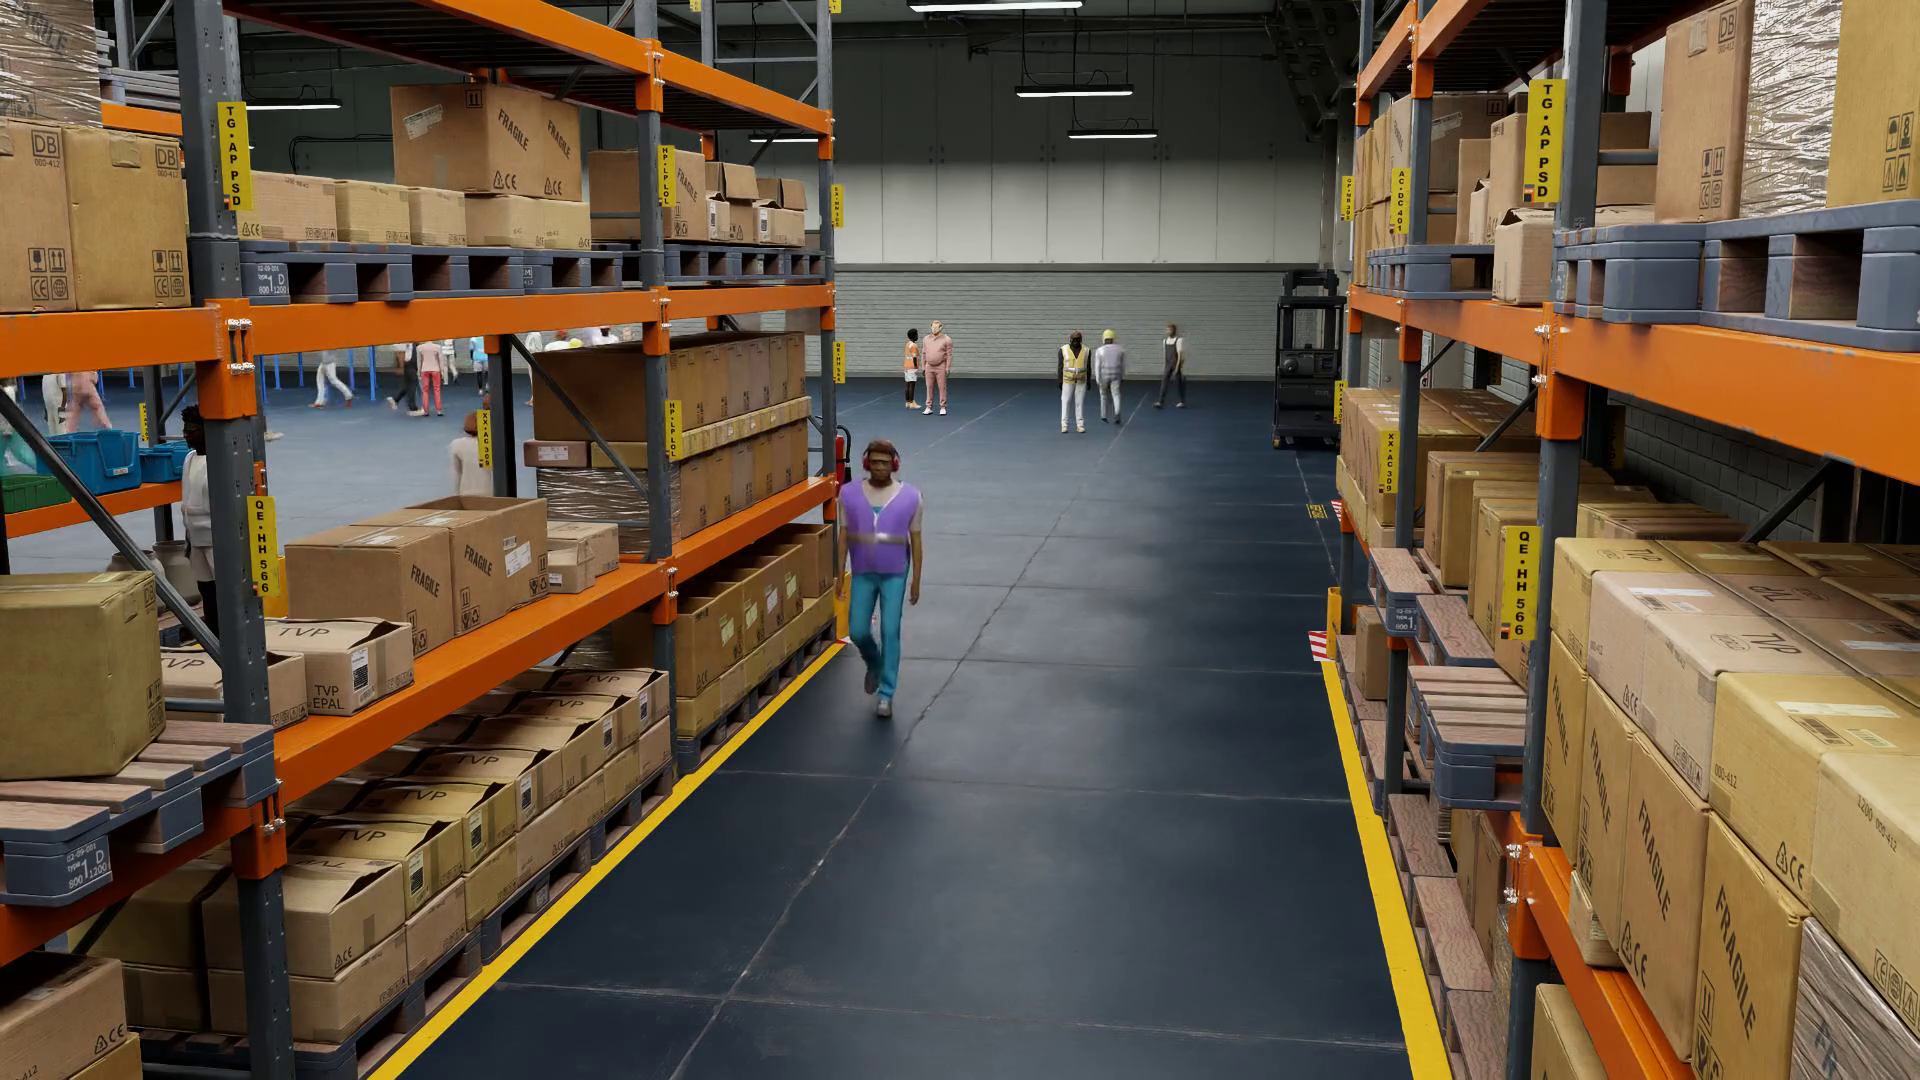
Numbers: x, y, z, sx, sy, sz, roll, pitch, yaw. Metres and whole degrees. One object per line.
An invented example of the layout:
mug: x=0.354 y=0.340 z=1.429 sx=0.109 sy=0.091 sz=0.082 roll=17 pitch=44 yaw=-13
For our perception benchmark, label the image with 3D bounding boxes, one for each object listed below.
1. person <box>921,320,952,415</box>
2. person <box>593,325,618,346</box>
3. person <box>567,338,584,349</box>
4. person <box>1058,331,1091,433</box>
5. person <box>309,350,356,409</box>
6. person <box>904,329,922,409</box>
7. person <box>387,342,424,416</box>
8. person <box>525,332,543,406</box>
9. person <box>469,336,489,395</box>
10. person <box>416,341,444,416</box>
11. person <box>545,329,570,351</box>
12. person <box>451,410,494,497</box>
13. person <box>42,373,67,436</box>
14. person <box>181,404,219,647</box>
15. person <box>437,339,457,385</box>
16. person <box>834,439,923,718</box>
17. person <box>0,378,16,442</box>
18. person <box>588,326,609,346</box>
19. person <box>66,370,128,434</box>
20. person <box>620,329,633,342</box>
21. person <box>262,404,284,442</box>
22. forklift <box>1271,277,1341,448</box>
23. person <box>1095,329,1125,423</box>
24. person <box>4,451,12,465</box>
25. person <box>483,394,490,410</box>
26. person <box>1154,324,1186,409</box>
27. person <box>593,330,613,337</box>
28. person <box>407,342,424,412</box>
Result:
person: x=-0.491 y=-3.500 z=33.806 sx=0.641 sy=1.913 sz=0.408 roll=3 pitch=10 yaw=18
person: x=-7.414 y=-3.673 z=34.855 sx=0.546 sy=1.919 sz=0.514 roll=-1 pitch=9 yaw=-6
person: x=-6.530 y=-2.568 z=28.510 sx=0.330 sy=1.765 sz=0.526 roll=-5 pitch=10 yaw=-27
person: x=2.076 y=-2.865 z=30.121 sx=0.619 sy=1.838 sz=0.430 roll=-1 pitch=9 yaw=-7
person: x=-13.406 y=-3.749 z=35.448 sx=0.929 sy=1.892 sz=0.648 roll=-5 pitch=10 yaw=-26
person: x=-1.014 y=-3.635 z=35.287 sx=0.322 sy=1.697 sz=0.531 roll=-3 pitch=10 yaw=-18
person: x=-11.225 y=-3.524 z=33.680 sx=0.735 sy=2.000 sz=0.703 roll=-1 pitch=9 yaw=-8
person: x=-9.229 y=-3.881 z=36.027 sx=0.375 sy=1.950 sz=0.614 roll=-5 pitch=11 yaw=-30
person: x=-11.271 y=-4.260 z=39.169 sx=0.558 sy=1.684 sz=0.426 roll=-4 pitch=10 yaw=-21
person: x=-10.674 y=-3.385 z=33.549 sx=0.529 sy=1.766 sz=0.331 roll=-1 pitch=9 yaw=-7
person: x=-7.589 y=-3.119 z=31.655 sx=0.652 sy=1.842 sz=0.835 roll=-1 pitch=9 yaw=-8
person: x=-4.579 y=-0.427 z=15.759 sx=0.519 sy=1.616 sz=0.564 roll=0 pitch=9 yaw=3
person: x=-12.995 y=-1.866 z=23.854 sx=0.515 sy=1.872 sz=0.328 roll=6 pitch=11 yaw=33
person: x=-5.477 y=-0.019 z=12.159 sx=0.603 sy=1.966 sz=0.367 roll=6 pitch=11 yaw=33
person: x=-13.071 y=-4.753 z=42.427 sx=0.520 sy=1.625 sz=0.435 roll=-8 pitch=12 yaw=-40
person: x=-0.532 y=0.231 z=11.022 sx=0.594 sy=1.832 sz=0.521 roll=1 pitch=9 yaw=7
person: x=-12.426 y=-1.474 z=21.845 sx=0.811 sy=1.740 sz=0.527 roll=-6 pitch=11 yaw=-34
person: x=-8.872 y=-4.661 z=41.056 sx=0.610 sy=1.875 sz=0.966 roll=2 pitch=10 yaw=15
person: x=-14.760 y=-2.570 z=28.242 sx=0.649 sy=1.855 sz=0.998 roll=8 pitch=12 yaw=42
person: x=-6.112 y=-2.971 z=30.716 sx=0.638 sy=1.863 sz=0.994 roll=-3 pitch=10 yaw=-17
person: x=-11.986 y=-2.637 z=28.203 sx=0.613 sy=2.008 sz=0.943 roll=9 pitch=13 yaw=44
forklift: x=5.847 y=-3.016 z=27.970 sx=1.129 sy=2.768 sz=1.873 roll=1 pitch=9 yaw=9
person: x=2.877 y=-3.124 z=31.822 sx=0.602 sy=1.809 sz=0.793 roll=-1 pitch=9 yaw=-6
person: x=-14.338 y=-1.882 z=24.449 sx=0.450 sy=1.700 sz=0.523 roll=-2 pitch=9 yaw=-14
person: x=-4.914 y=-0.749 z=17.658 sx=0.514 sy=1.645 sz=0.307 roll=8 pitch=12 yaw=42
person: x=4.515 y=-3.692 z=35.380 sx=0.514 sy=1.798 sz=0.985 roll=7 pitch=12 yaw=39
person: x=-8.346 y=-4.266 z=38.762 sx=0.526 sy=1.843 sz=0.830 roll=1 pitch=9 yaw=4
person: x=-11.252 y=-3.463 z=34.424 sx=0.508 sy=1.632 sz=0.264 roll=1 pitch=9 yaw=8
